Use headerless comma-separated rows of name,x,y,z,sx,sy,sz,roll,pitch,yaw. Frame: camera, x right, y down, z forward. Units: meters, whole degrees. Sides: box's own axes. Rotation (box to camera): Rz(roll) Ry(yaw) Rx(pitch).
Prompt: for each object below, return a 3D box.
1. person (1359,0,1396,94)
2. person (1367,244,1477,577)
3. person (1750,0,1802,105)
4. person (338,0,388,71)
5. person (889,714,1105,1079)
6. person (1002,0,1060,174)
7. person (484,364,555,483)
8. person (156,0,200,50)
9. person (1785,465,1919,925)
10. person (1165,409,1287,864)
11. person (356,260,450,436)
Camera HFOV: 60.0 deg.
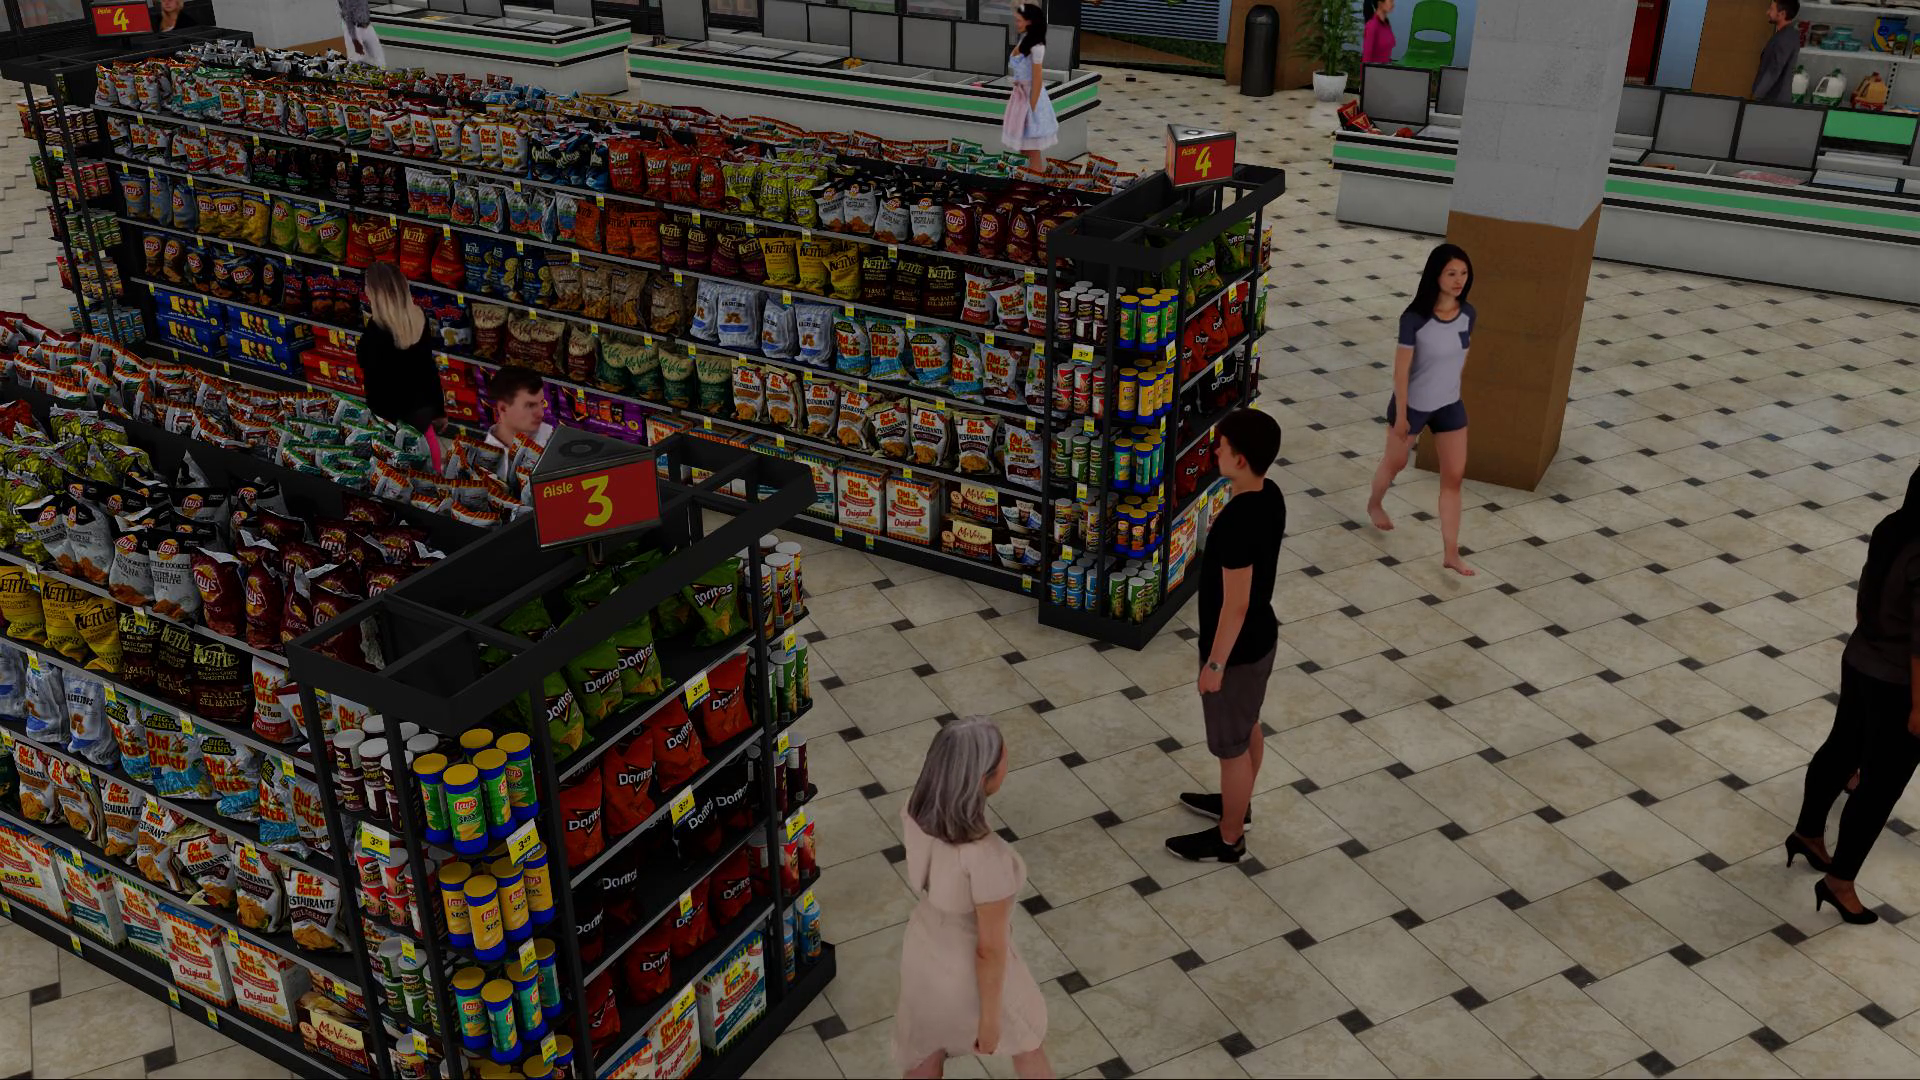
person,3.856,-4.405,15.885,0.614,1.686,0.587,16,31,28
person,2.380,-0.708,8.633,1.087,1.653,1.178,-8,28,-16
person,7.097,-3.727,14.390,1.090,1.830,0.727,12,29,23
person,-6.482,-5.346,17.723,0.635,1.702,0.603,14,30,25
person,-0.074,1.292,4.642,0.933,1.695,1.124,-20,33,-35
person,0.591,-3.689,14.338,0.917,1.809,0.854,-8,28,-16
person,-1.815,0.139,6.762,0.707,1.833,0.716,18,32,31
person,-7.443,-4.464,16.021,0.562,1.668,0.711,6,28,12
person,3.340,0.524,5.996,0.746,1.841,0.744,2,27,4
person,1.047,0.375,6.266,0.627,1.861,0.699,10,29,19
person,-2.678,-0.551,8.321,1.187,1.654,0.797,7,28,14
